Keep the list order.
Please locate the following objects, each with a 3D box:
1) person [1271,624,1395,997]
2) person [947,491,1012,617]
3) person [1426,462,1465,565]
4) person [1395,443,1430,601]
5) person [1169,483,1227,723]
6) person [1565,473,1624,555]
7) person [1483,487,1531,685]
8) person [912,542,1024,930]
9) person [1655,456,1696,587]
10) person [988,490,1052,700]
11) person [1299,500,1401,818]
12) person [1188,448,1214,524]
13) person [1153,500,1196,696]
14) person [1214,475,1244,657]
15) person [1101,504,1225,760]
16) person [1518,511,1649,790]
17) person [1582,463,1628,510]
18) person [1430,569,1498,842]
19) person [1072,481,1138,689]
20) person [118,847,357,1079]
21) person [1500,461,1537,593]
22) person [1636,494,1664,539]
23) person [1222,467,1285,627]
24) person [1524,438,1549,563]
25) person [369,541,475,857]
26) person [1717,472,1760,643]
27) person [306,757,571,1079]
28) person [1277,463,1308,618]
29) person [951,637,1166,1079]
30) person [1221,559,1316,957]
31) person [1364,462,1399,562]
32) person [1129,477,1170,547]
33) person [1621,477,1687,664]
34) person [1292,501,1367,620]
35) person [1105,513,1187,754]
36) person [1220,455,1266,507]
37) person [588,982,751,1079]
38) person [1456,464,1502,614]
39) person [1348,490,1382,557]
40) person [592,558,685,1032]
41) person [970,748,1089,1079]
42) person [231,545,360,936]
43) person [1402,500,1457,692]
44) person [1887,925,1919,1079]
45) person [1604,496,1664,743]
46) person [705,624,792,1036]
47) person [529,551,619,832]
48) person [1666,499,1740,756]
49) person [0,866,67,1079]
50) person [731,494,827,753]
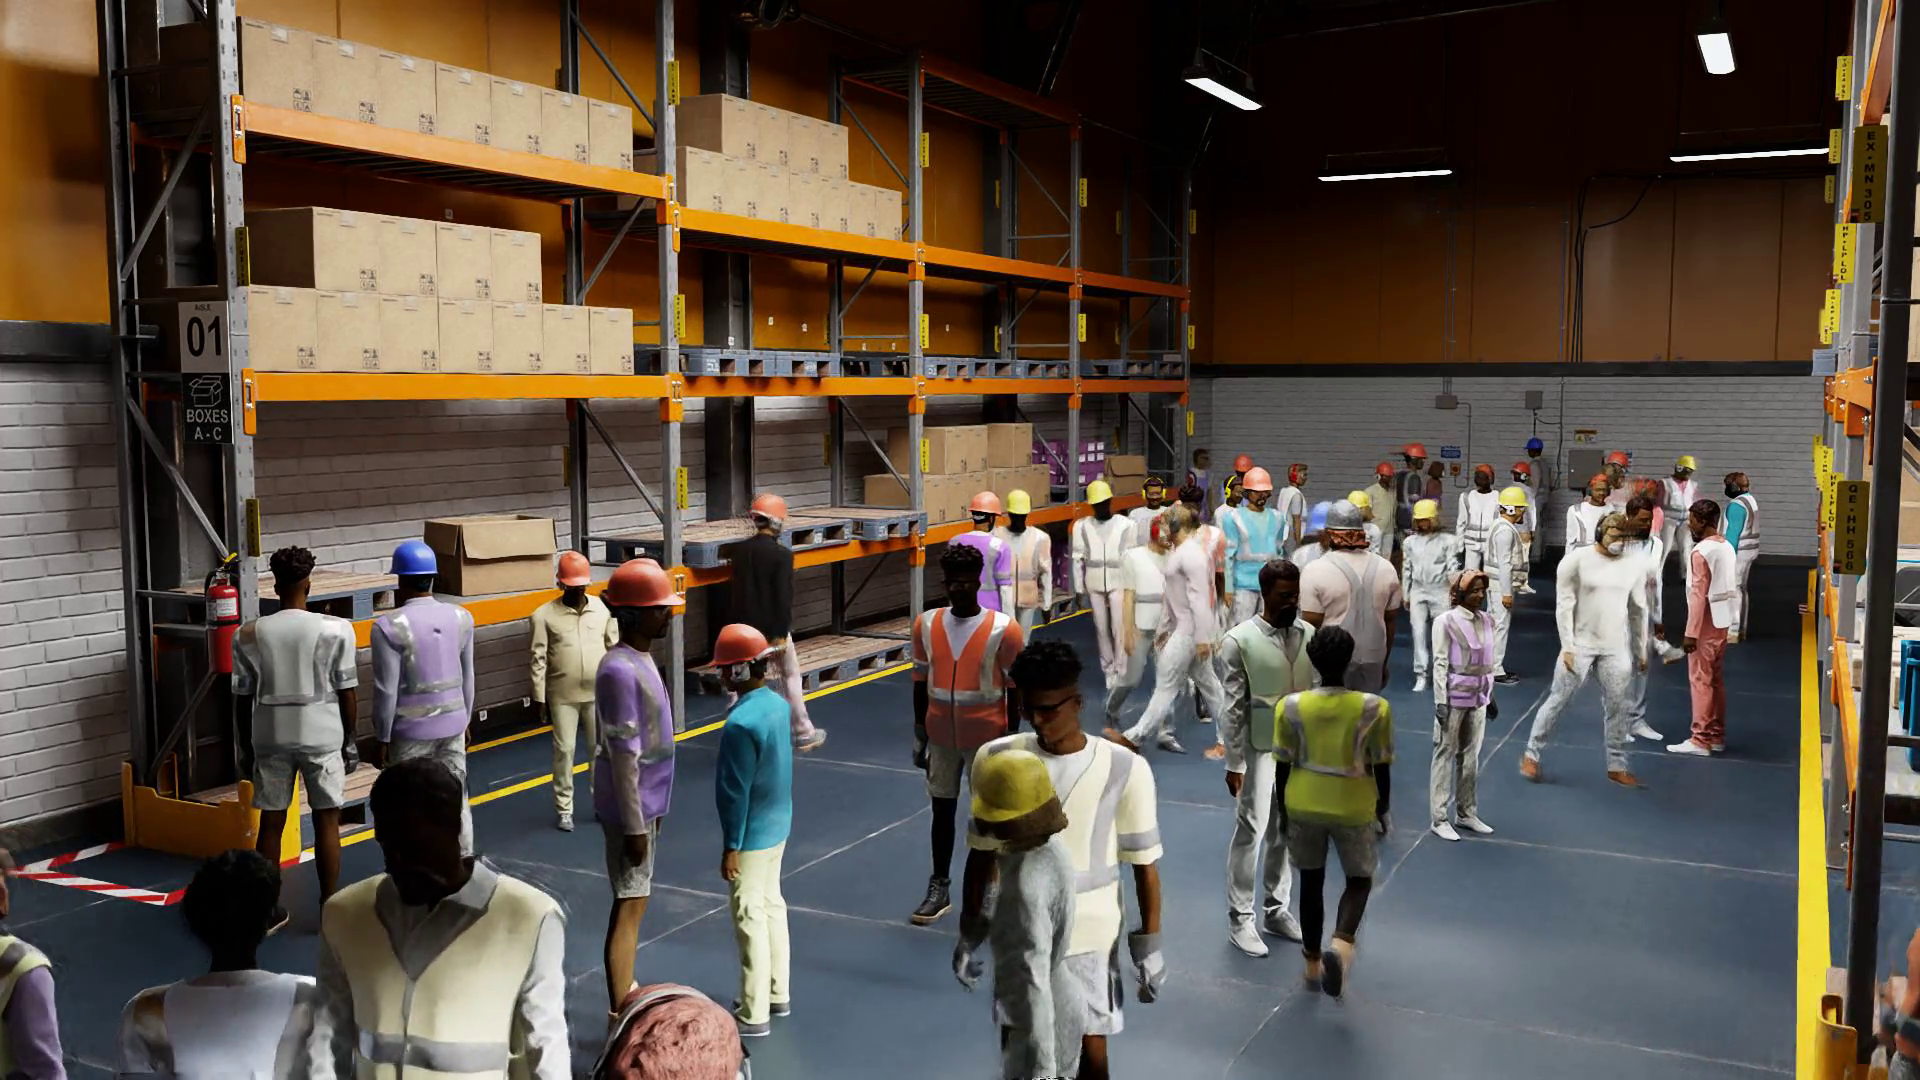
[{"bbox_3d":[1.646,1.221,7.414,0.544,1.679,0.575,2,6,19],"label":"person"},{"bbox_3d":[0.167,0.579,13.086,0.550,1.925,0.391,3,6,26],"label":"person"},{"bbox_3d":[7.217,-0.371,25.022,0.815,1.597,0.528,4,7,35],"label":"person"},{"bbox_3d":[5.804,-0.209,21.022,0.581,2.028,0.618,-1,5,-6],"label":"person"},{"bbox_3d":[1.869,0.514,13.551,0.613,1.962,0.365,0,5,0],"label":"person"},{"bbox_3d":[6.339,0.274,16.596,0.577,1.880,0.355,1,5,8],"label":"person"},{"bbox_3d":[5.031,0.421,15.333,0.404,1.823,0.590,1,5,14],"label":"person"},{"bbox_3d":[0.030,0.986,8.456,0.608,1.965,0.370,2,6,21],"label":"person"},{"bbox_3d":[9.767,-0.254,22.720,0.633,1.802,0.405,-1,5,-11],"label":"person"},{"bbox_3d":[0.488,0.488,14.359,0.590,1.875,0.964,0,5,-4],"label":"person"},{"bbox_3d":[2.407,0.754,10.560,0.688,2.000,0.536,-2,6,-18],"label":"person"},{"bbox_3d":[3.502,-0.442,24.629,0.519,1.829,0.374,-3,6,-32],"label":"person"},{"bbox_3d":[1.962,0.511,14.758,0.563,1.742,0.338,3,6,26],"label":"person"},{"bbox_3d":[2.745,0.273,16.755,0.350,1.856,0.522,4,7,36],"label":"person"},{"bbox_3d":[1.583,0.684,12.182,1.061,1.874,0.646,0,5,3],"label":"person"},{"bbox_3d":[4.298,0.744,11.410,0.842,1.910,0.564,0,5,-5],"label":"person"},{"bbox_3d":[6.829,0.154,17.565,0.355,1.936,0.637,-2,6,-19],"label":"person"},{"bbox_3d":[3.069,0.992,10.131,0.514,1.642,0.310,-3,6,-32],"label":"person"},{"bbox_3d":[1.294,0.431,14.843,0.608,1.892,0.851,1,5,11],"label":"person"},{"bbox_3d":[-1.693,1.560,3.935,0.539,1.659,0.860,-1,5,-10],"label":"person"},{"bbox_3d":[7.404,-0.169,22.024,0.327,1.750,0.561,-3,6,-31],"label":"person"},{"bbox_3d":[7.743,0.156,18.826,0.536,1.697,0.318,-4,7,-38],"label":"person"},{"bbox_3d":[2.578,0.387,14.492,0.614,2.042,0.373,-2,6,-21],"label":"person"},{"bbox_3d":[8.923,-0.615,25.785,0.404,1.945,0.616,4,6,34],"label":"person"},{"bbox_3d":[-2.802,0.976,8.667,0.406,1.948,0.605,4,7,36],"label":"person"},{"bbox_3d":[8.300,0.189,17.794,0.429,1.831,0.629,4,7,37],"label":"person"},{"bbox_3d":[-1.225,1.441,3.904,0.600,1.901,0.459,1,5,11],"label":"person"},{"bbox_3d":[3.879,0.020,19.523,0.392,1.842,0.564,0,5,-5],"label":"person"},{"bbox_3d":[0.327,1.278,5.449,0.702,1.945,0.465,2,6,16],"label":"person"},{"bbox_3d":[1.519,1.040,8.138,0.600,1.916,0.376,-4,6,-34],"label":"person"},{"bbox_3d":[5.587,-0.163,21.959,0.573,1.748,0.342,-3,6,-26],"label":"person"},{"bbox_3d":[1.902,0.305,16.377,0.500,1.860,0.310,-1,5,-6],"label":"person"},{"bbox_3d":[6.824,0.300,16.564,0.983,1.829,0.580,5,7,41],"label":"person"},{"bbox_3d":[2.709,0.655,12.261,0.662,1.930,0.446,3,6,27],"label":"person"},{"bbox_3d":[1.403,0.681,12.661,0.590,1.809,0.849,-3,6,-30],"label":"person"},{"bbox_3d":[3.523,-0.111,20.758,0.565,1.880,0.975,1,5,15],"label":"person"},{"bbox_3d":[-0.413,1.586,2.413,0.653,1.894,0.401,-4,7,-36],"label":"person"},{"bbox_3d":[5.805,0.098,18.466,0.578,1.881,0.346,3,6,29],"label":"person"},{"bbox_3d":[3.852,0.385,16.126,0.303,1.743,0.485,-4,7,-37],"label":"person"},{"bbox_3d":[-1.320,1.094,6.884,0.381,2.045,0.605,-1,5,-6],"label":"person"},{"bbox_3d":[0.277,1.444,4.883,0.457,1.722,0.618,1,5,14],"label":"person"},{"bbox_3d":[-3.323,1.004,8.354,0.600,1.958,0.381,-1,5,-5],"label":"person"},{"bbox_3d":[4.259,0.496,15.047,0.526,1.721,0.532,3,6,29],"label":"person"},{"bbox_3d":[2.492,1.449,4.119,0.599,1.859,1.046,-3,6,-30],"label":"person"},{"bbox_3d":[5.189,0.608,12.868,0.599,1.909,0.398,-3,6,-28],"label":"person"},{"bbox_3d":[-0.908,1.223,7.112,0.355,1.742,0.574,1,5,12],"label":"person"},{"bbox_3d":[-2.360,0.930,10.285,0.577,1.737,0.354,-3,6,-29],"label":"person"},{"bbox_3d":[5.586,0.650,12.417,0.411,1.906,0.602,5,7,43],"label":"person"},{"bbox_3d":[-2.504,1.556,4.155,0.552,1.613,0.567,3,6,26],"label":"person"},{"bbox_3d":[-1.375,0.639,12.300,0.612,1.952,0.955,3,6,30],"label":"person"}]
